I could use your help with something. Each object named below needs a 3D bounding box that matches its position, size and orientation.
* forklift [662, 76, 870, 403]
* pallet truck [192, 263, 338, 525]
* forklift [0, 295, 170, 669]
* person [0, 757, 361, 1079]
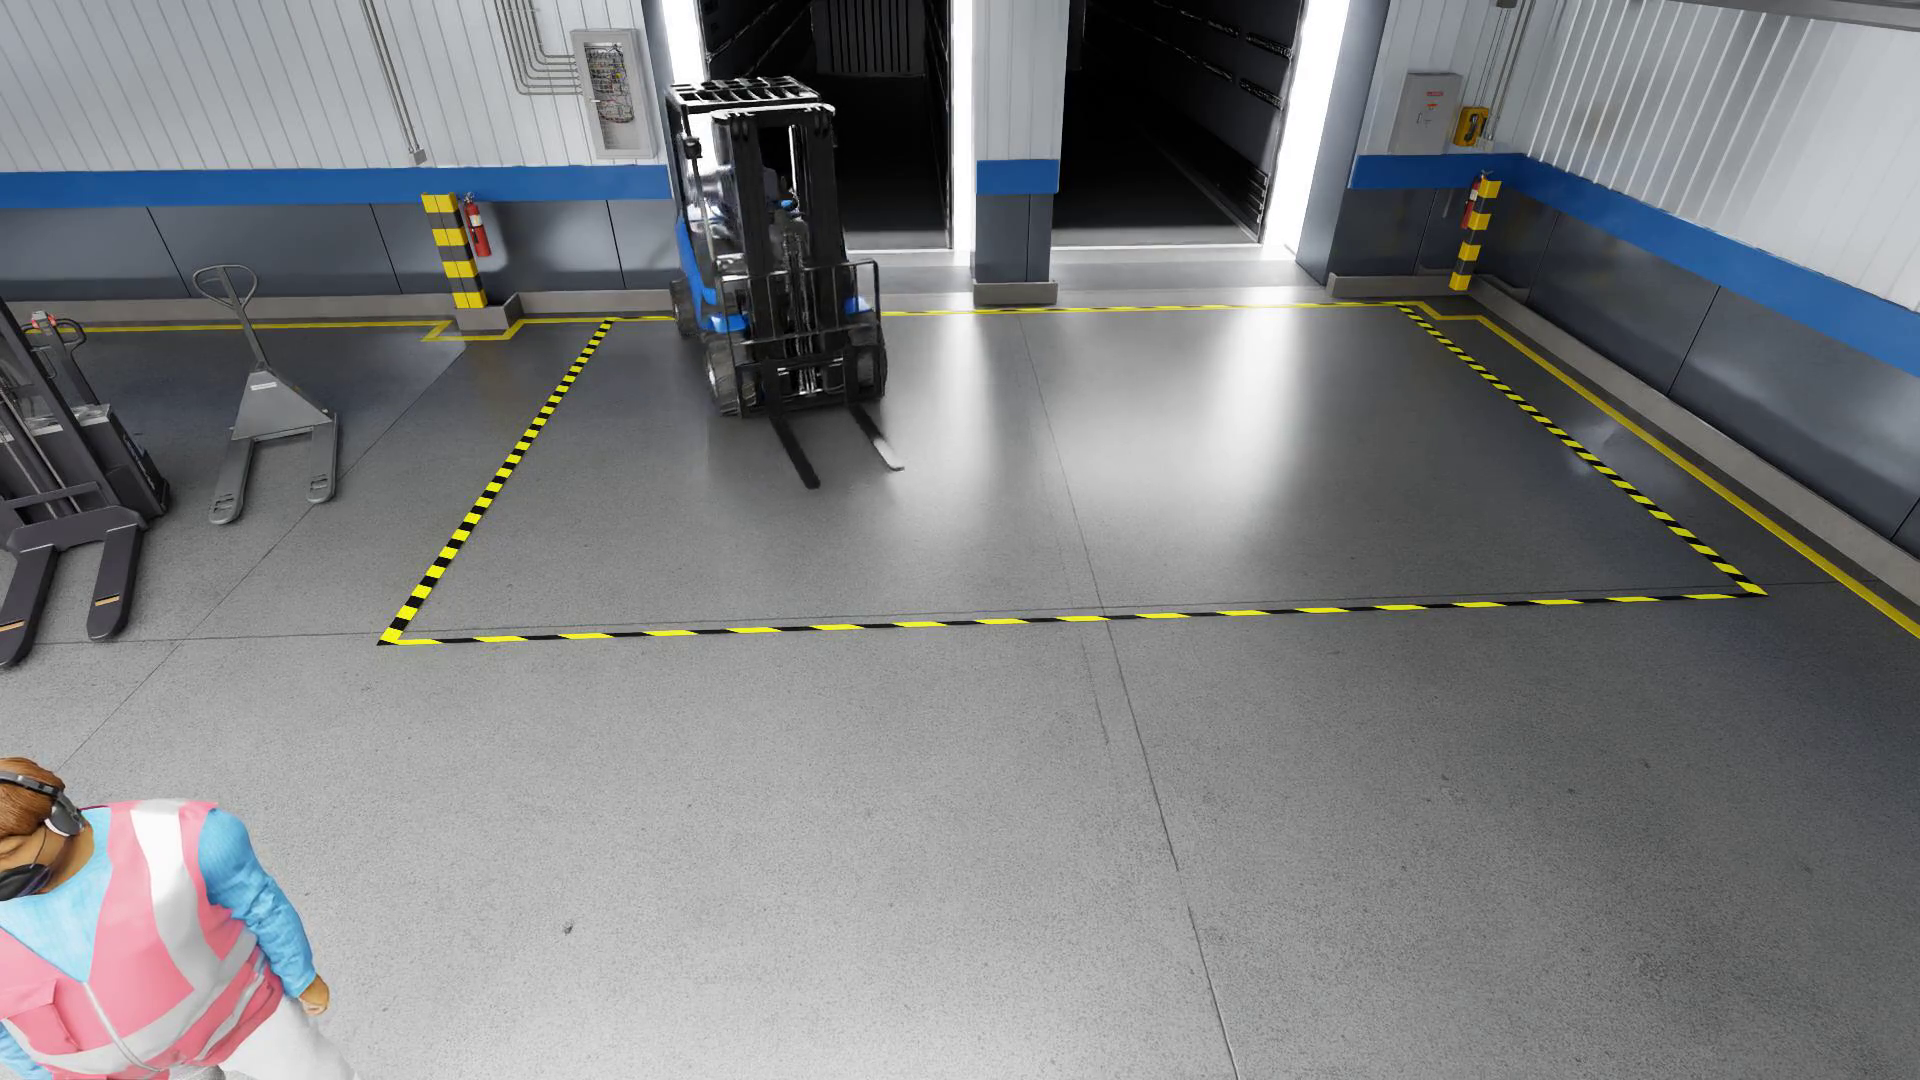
[{"bbox_3d":[-1.594,-2.497,7.263,1.157,2.036,2.680,-13,37,-19],"label":"forklift"},{"bbox_3d":[-4.778,-1.027,6.128,0.680,1.201,1.601,-17,38,-23],"label":"pallet truck"},{"bbox_3d":[-5.212,-0.618,4.878,0.823,1.965,1.885,-20,39,-26],"label":"forklift"},{"bbox_3d":[-1.990,1.238,2.347,0.621,1.843,0.430,-19,39,-25],"label":"person"}]
